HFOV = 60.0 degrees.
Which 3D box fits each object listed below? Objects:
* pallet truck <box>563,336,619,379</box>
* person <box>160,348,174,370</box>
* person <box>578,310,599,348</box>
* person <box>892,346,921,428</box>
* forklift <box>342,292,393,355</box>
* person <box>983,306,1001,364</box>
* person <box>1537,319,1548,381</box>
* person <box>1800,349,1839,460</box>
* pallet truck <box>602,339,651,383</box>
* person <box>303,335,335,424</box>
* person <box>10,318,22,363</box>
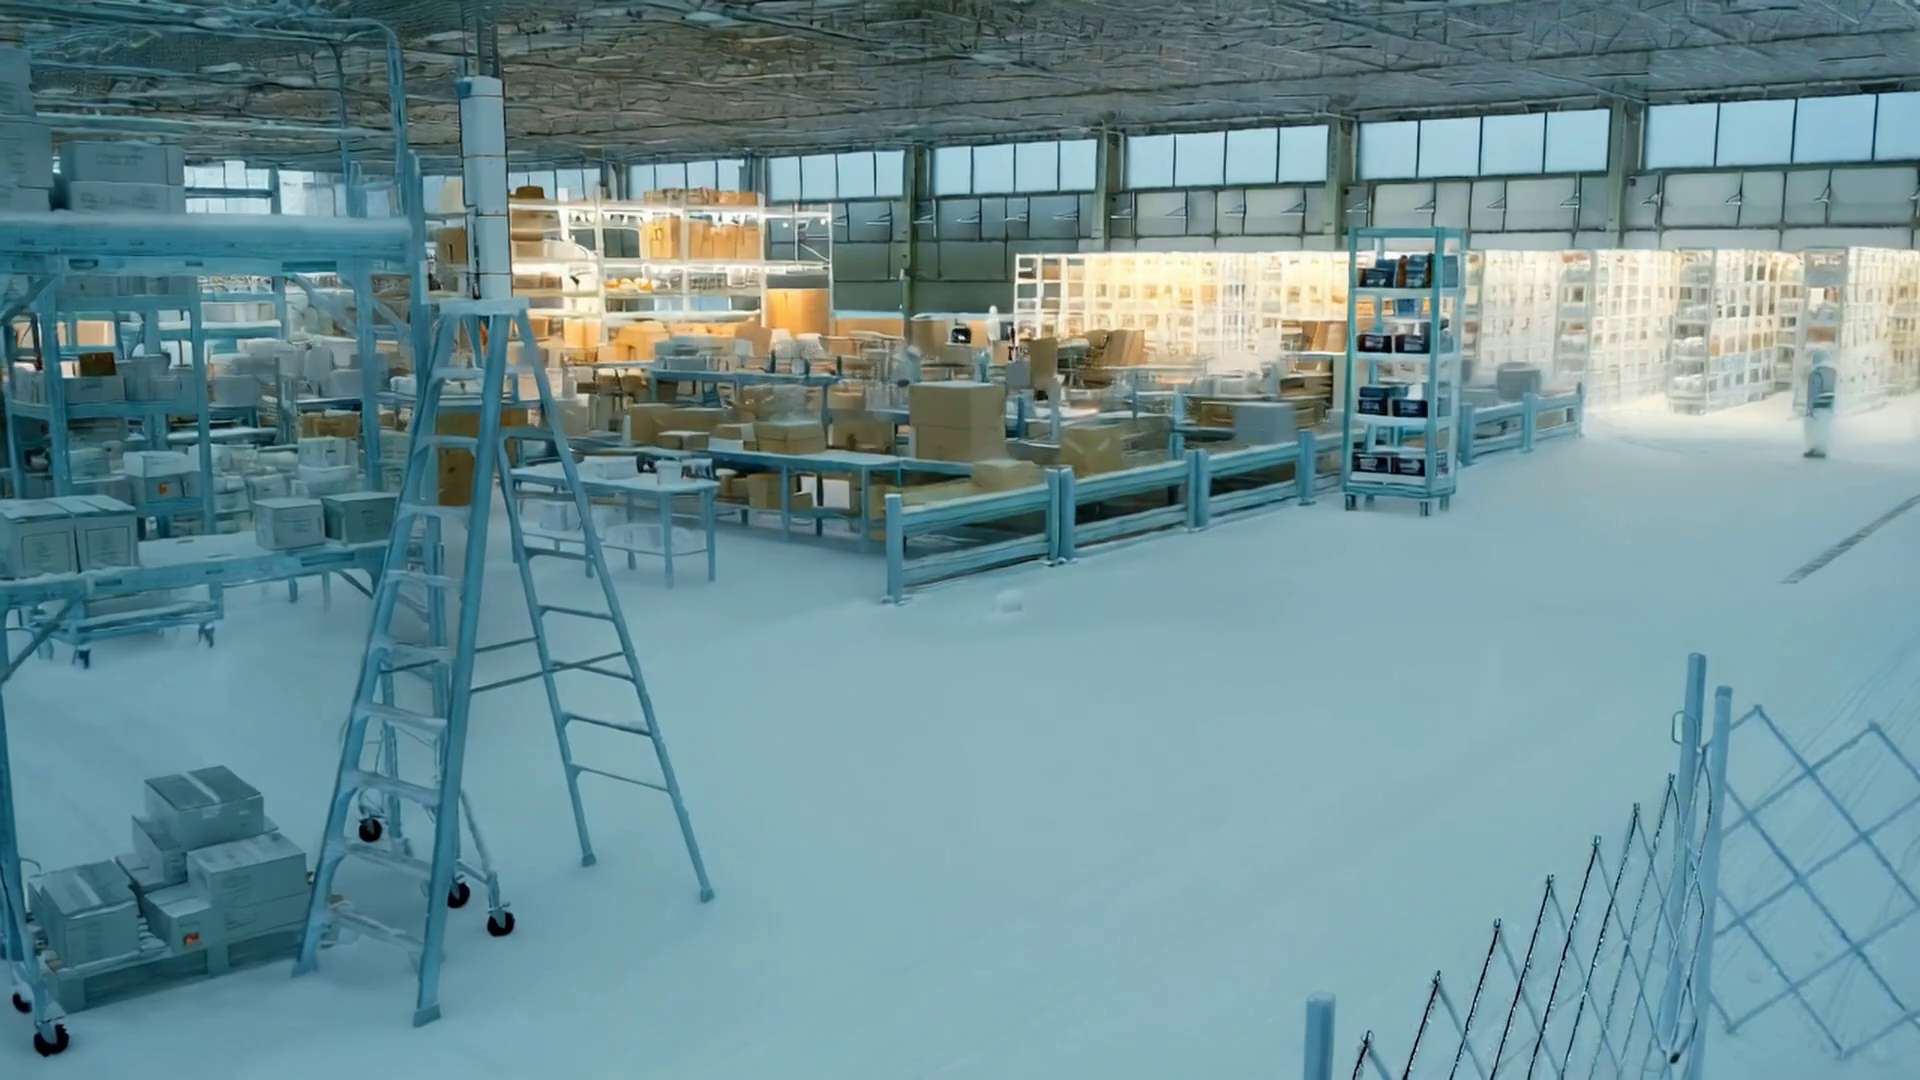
[{"bbox_3d":[-10.690,-5.294,48.215,1.601,1.201,0.680,-5,10,-26],"label":"pallet truck"},{"bbox_3d":[-14.416,-2.635,30.174,0.548,1.685,0.426,8,12,41],"label":"person"},{"bbox_3d":[-11.299,-6.030,50.648,0.625,1.931,0.378,-1,9,-5],"label":"person"},{"bbox_3d":[-0.986,-2.690,30.431,0.858,1.721,0.528,-1,9,-6],"label":"person"},{"bbox_3d":[-16.485,-5.622,45.120,1.129,2.768,1.873,7,11,37],"label":"forklift"},{"bbox_3d":[1.056,-6.636,54.212,0.614,1.990,0.392,5,11,30],"label":"person"},{"bbox_3d":[15.884,-5.181,45.633,0.578,1.830,0.693,-9,13,-43],"label":"person"},{"bbox_3d":[14.004,-2.207,27.125,0.610,1.810,0.469,-3,9,-15],"label":"person"},{"bbox_3d":[-8.991,-4.871,45.351,0.653,1.274,1.630,7,11,37],"label":"pallet truck"},{"bbox_3d":[-12.975,-3.245,33.677,0.646,1.792,0.404,-7,11,-36],"label":"person"},{"bbox_3d":[-30.757,-6.436,54.111,0.364,1.617,0.548,-7,12,-39],"label":"person"}]
